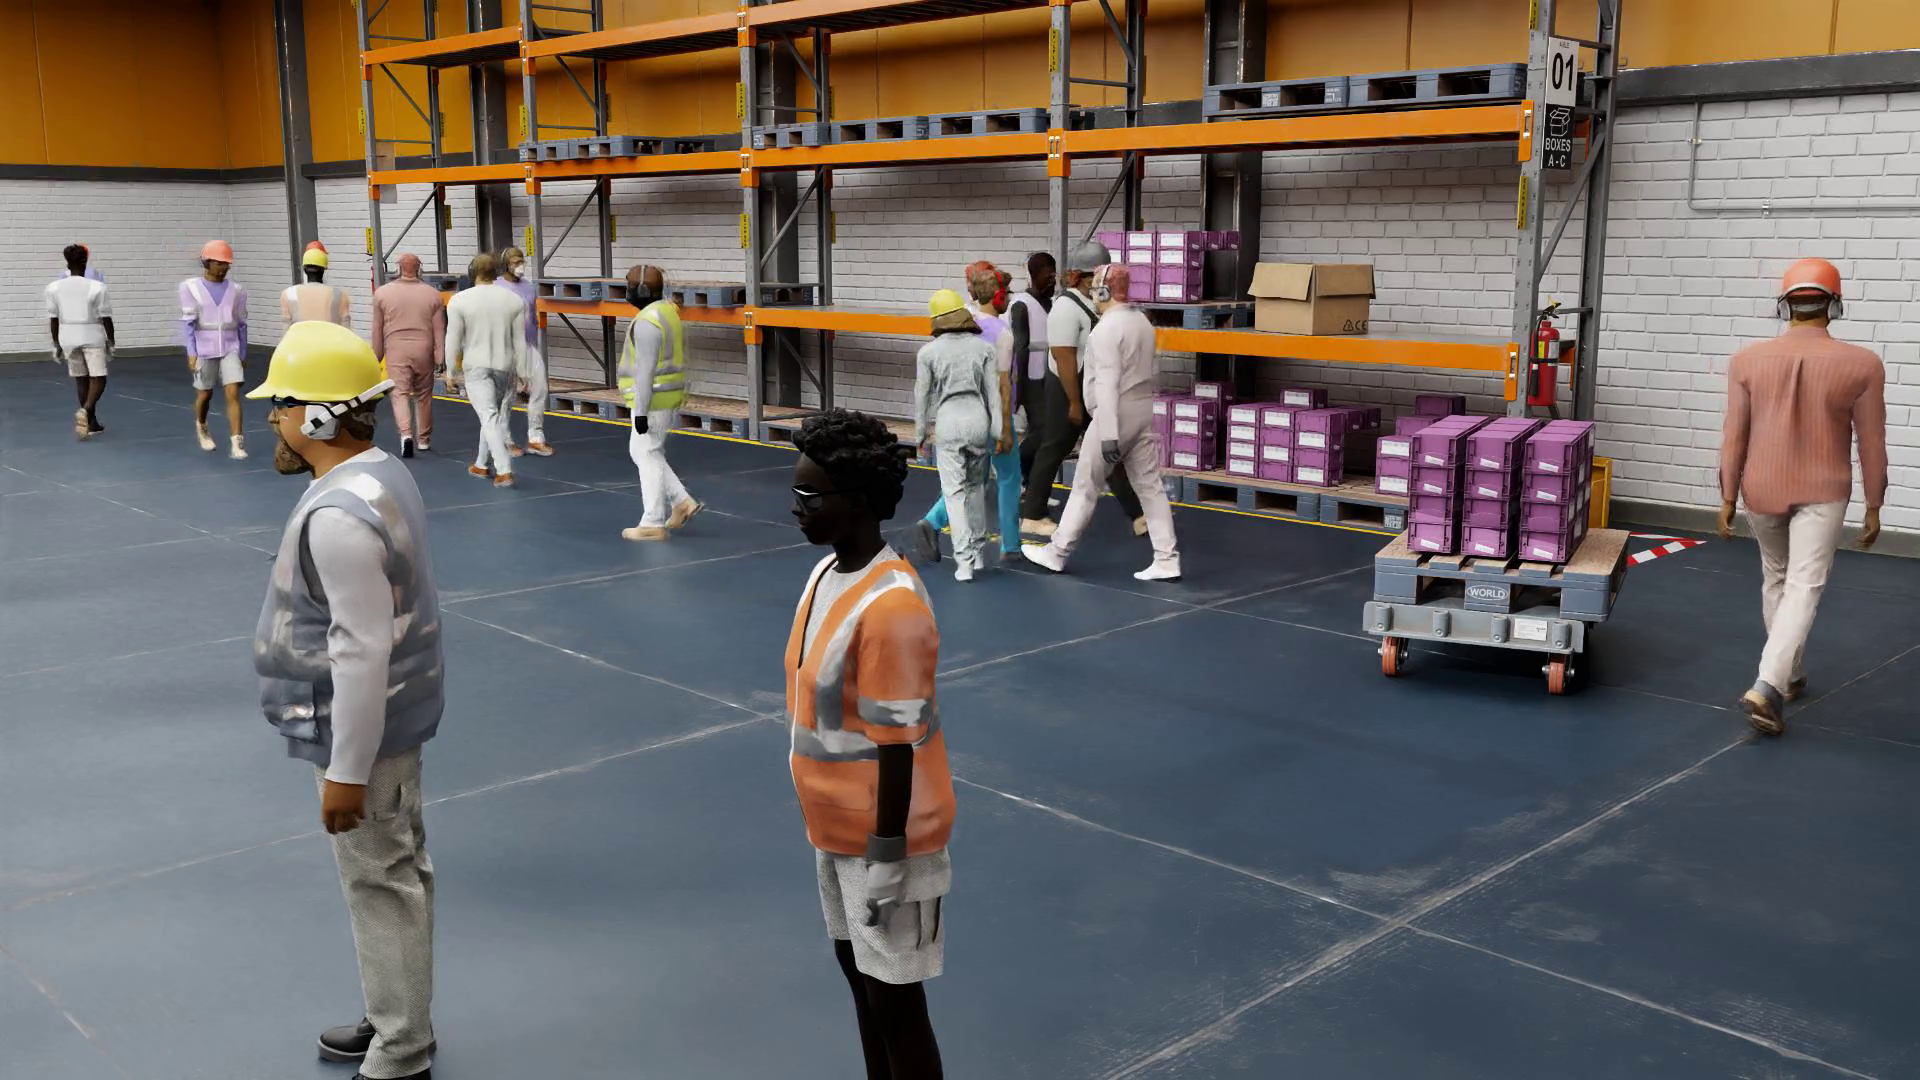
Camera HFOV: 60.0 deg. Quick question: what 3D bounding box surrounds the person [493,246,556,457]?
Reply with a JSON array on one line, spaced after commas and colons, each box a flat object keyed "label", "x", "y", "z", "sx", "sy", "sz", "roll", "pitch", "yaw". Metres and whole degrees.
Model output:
[{"label": "person", "x": -3.975, "y": -1.688, "z": 15.074, "sx": 0.722, "sy": 1.914, "sz": 0.665, "roll": 6, "pitch": 12, "yaw": 32}]

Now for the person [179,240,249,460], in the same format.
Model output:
[{"label": "person", "x": -6.853, "y": -1.755, "z": 15.306, "sx": 0.596, "sy": 1.996, "sz": 1.026, "roll": -8, "pitch": 13, "yaw": -37}]

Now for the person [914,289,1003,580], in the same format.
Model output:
[{"label": "person", "x": -0.009, "y": -0.622, "z": 9.845, "sx": 0.500, "sy": 1.700, "sz": 0.642, "roll": -2, "pitch": 11, "yaw": -13}]

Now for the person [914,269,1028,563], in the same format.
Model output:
[{"label": "person", "x": 0.119, "y": -0.733, "z": 10.168, "sx": 0.780, "sy": 1.826, "sz": 0.574, "roll": -6, "pitch": 12, "yaw": -29}]

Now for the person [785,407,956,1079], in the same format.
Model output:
[{"label": "person", "x": -0.190, "y": 0.574, "z": 3.374, "sx": 0.321, "sy": 1.689, "sz": 0.530, "roll": -4, "pitch": 11, "yaw": -21}]

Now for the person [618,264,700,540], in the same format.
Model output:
[{"label": "person", "x": -2.046, "y": -0.900, "z": 11.017, "sx": 0.435, "sy": 1.832, "sz": 0.648, "roll": 1, "pitch": 10, "yaw": 3}]

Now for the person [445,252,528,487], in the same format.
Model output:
[{"label": "person", "x": -3.848, "y": -1.383, "z": 13.522, "sx": 0.644, "sy": 1.891, "sz": 1.005, "roll": -8, "pitch": 13, "yaw": -38}]

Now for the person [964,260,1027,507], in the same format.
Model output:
[{"label": "person", "x": 0.238, "y": -1.111, "z": 12.156, "sx": 0.562, "sy": 1.855, "sz": 0.877, "roll": -9, "pitch": 14, "yaw": -41}]

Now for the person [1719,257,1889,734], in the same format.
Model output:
[{"label": "person", "x": 3.479, "y": -0.199, "z": 6.913, "sx": 0.632, "sy": 1.948, "sz": 1.025, "roll": 8, "pitch": 13, "yaw": 38}]

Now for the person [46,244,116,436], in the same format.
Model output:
[{"label": "person", "x": -8.792, "y": -1.985, "z": 16.651, "sx": 0.605, "sy": 1.945, "sz": 0.795, "roll": -2, "pitch": 10, "yaw": -8}]

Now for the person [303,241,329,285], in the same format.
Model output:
[{"label": "person", "x": -8.865, "y": -3.152, "z": 23.007, "sx": 0.361, "sy": 1.940, "sz": 0.543, "roll": -2, "pitch": 11, "yaw": -13}]

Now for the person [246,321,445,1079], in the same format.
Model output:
[{"label": "person", "x": -1.392, "y": 0.419, "z": 3.822, "sx": 0.404, "sy": 1.834, "sz": 0.592, "roll": -2, "pitch": 11, "yaw": -12}]

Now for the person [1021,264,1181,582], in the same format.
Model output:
[{"label": "person", "x": 0.883, "y": -0.682, "z": 9.784, "sx": 1.017, "sy": 1.849, "sz": 0.665, "roll": 7, "pitch": 13, "yaw": 34}]

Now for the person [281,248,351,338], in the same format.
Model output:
[{"label": "person", "x": -5.823, "y": -1.682, "z": 15.088, "sx": 0.590, "sy": 1.906, "sz": 0.547, "roll": -4, "pitch": 11, "yaw": -23}]

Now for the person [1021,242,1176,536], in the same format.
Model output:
[{"label": "person", "x": 0.881, "y": -1.012, "z": 11.064, "sx": 1.055, "sy": 2.000, "sz": 0.687, "roll": 6, "pitch": 12, "yaw": 29}]

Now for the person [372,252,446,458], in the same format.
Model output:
[{"label": "person", "x": -5.068, "y": -1.709, "z": 15.331, "sx": 0.650, "sy": 1.874, "sz": 0.909, "roll": -4, "pitch": 11, "yaw": -21}]

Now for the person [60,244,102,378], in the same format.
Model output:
[{"label": "person", "x": -12.497, "y": -3.267, "z": 23.744, "sx": 0.544, "sy": 1.909, "sz": 0.861, "roll": -10, "pitch": 14, "yaw": -42}]

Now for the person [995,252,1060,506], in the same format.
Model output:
[{"label": "person", "x": 0.562, "y": -1.172, "z": 12.317, "sx": 0.446, "sy": 1.896, "sz": 0.698, "roll": 5, "pitch": 11, "yaw": 24}]
